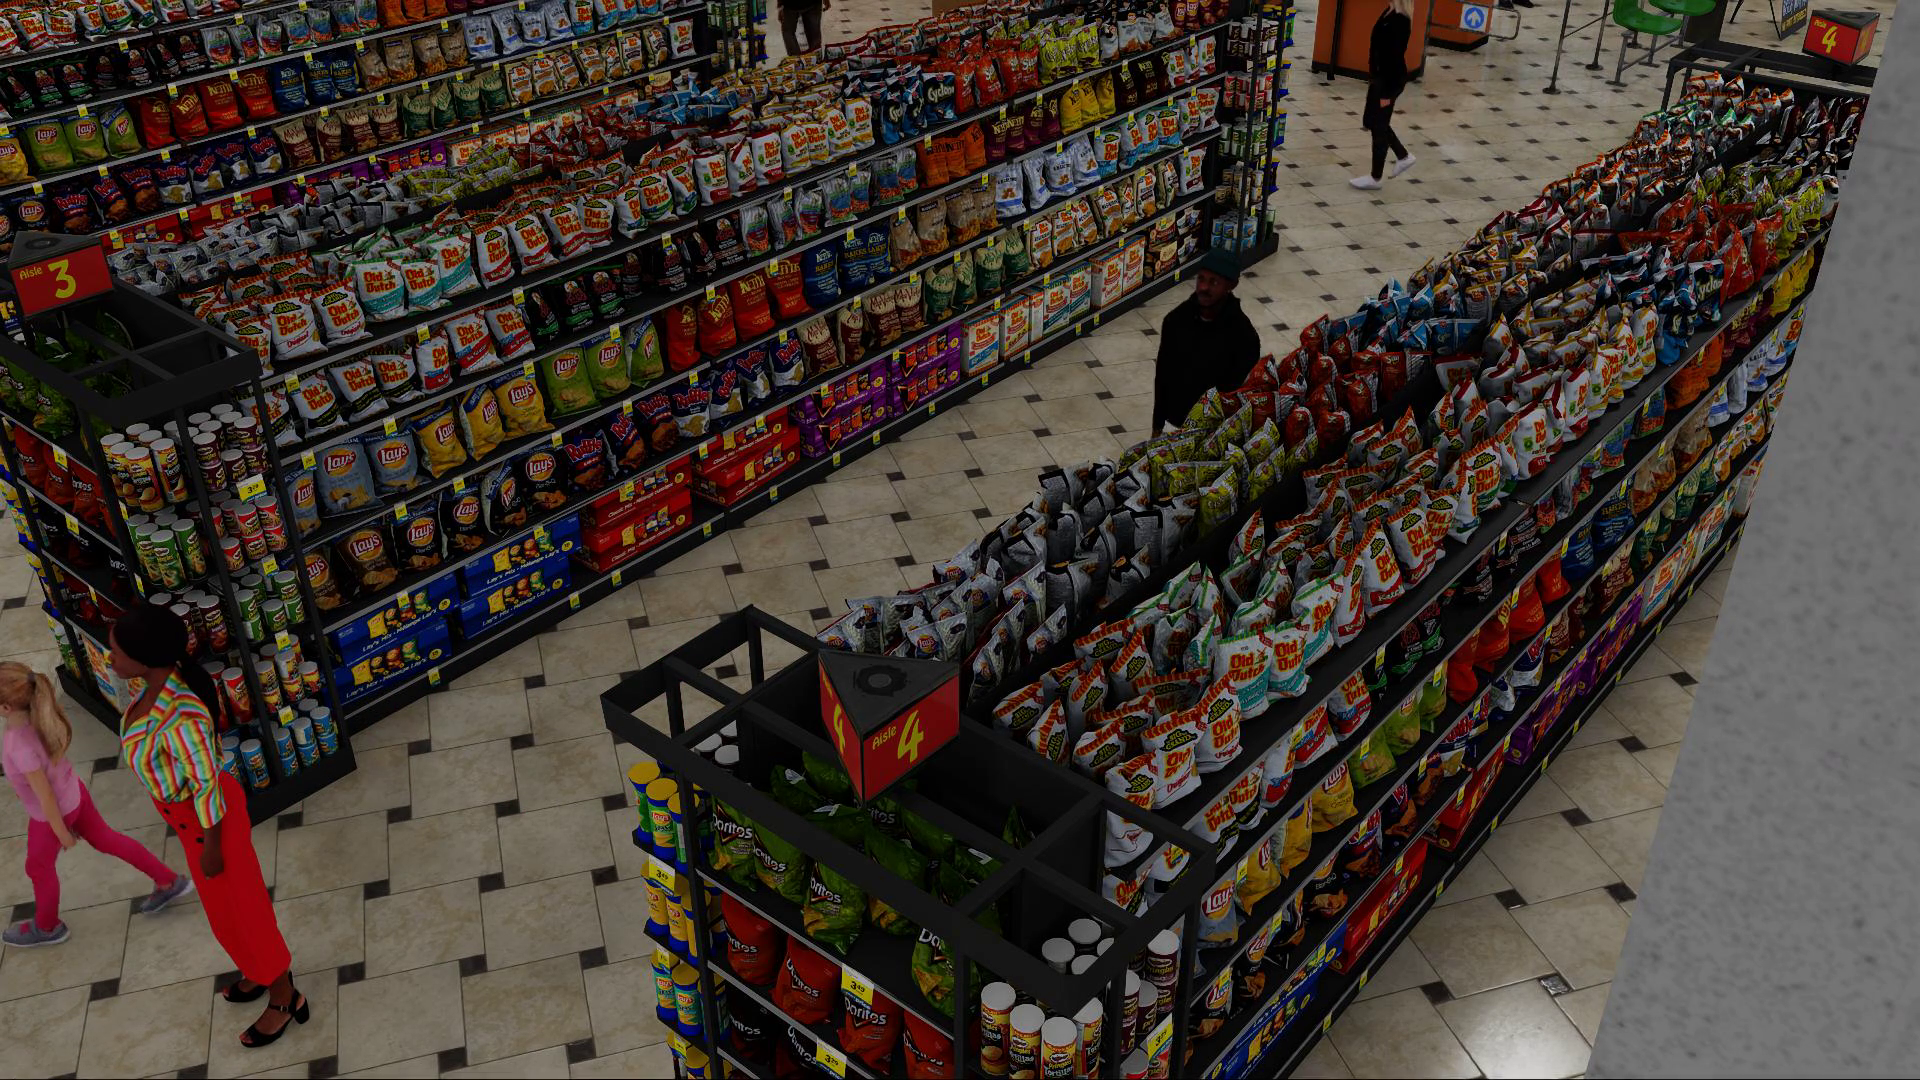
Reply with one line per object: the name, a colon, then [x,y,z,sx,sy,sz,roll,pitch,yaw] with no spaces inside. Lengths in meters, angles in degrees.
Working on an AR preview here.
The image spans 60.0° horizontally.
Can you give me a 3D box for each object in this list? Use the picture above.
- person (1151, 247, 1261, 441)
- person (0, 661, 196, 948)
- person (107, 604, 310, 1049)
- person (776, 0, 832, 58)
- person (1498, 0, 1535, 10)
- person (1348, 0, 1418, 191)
person: [1.197,-0.549,7.930,0.682,1.790,1.152,25,40,35]
person: [-3.213,0.940,6.045,0.957,1.254,0.828,-7,33,-11]
person: [-2.473,0.957,5.507,0.652,1.792,0.675,-16,35,-24]
person: [-1.392,-4.763,14.703,0.784,1.789,0.885,-8,33,-13]
person: [6.017,-6.589,17.609,0.682,1.820,0.809,-11,34,-18]
person: [3.379,-3.490,12.764,0.857,1.676,0.815,5,32,9]
